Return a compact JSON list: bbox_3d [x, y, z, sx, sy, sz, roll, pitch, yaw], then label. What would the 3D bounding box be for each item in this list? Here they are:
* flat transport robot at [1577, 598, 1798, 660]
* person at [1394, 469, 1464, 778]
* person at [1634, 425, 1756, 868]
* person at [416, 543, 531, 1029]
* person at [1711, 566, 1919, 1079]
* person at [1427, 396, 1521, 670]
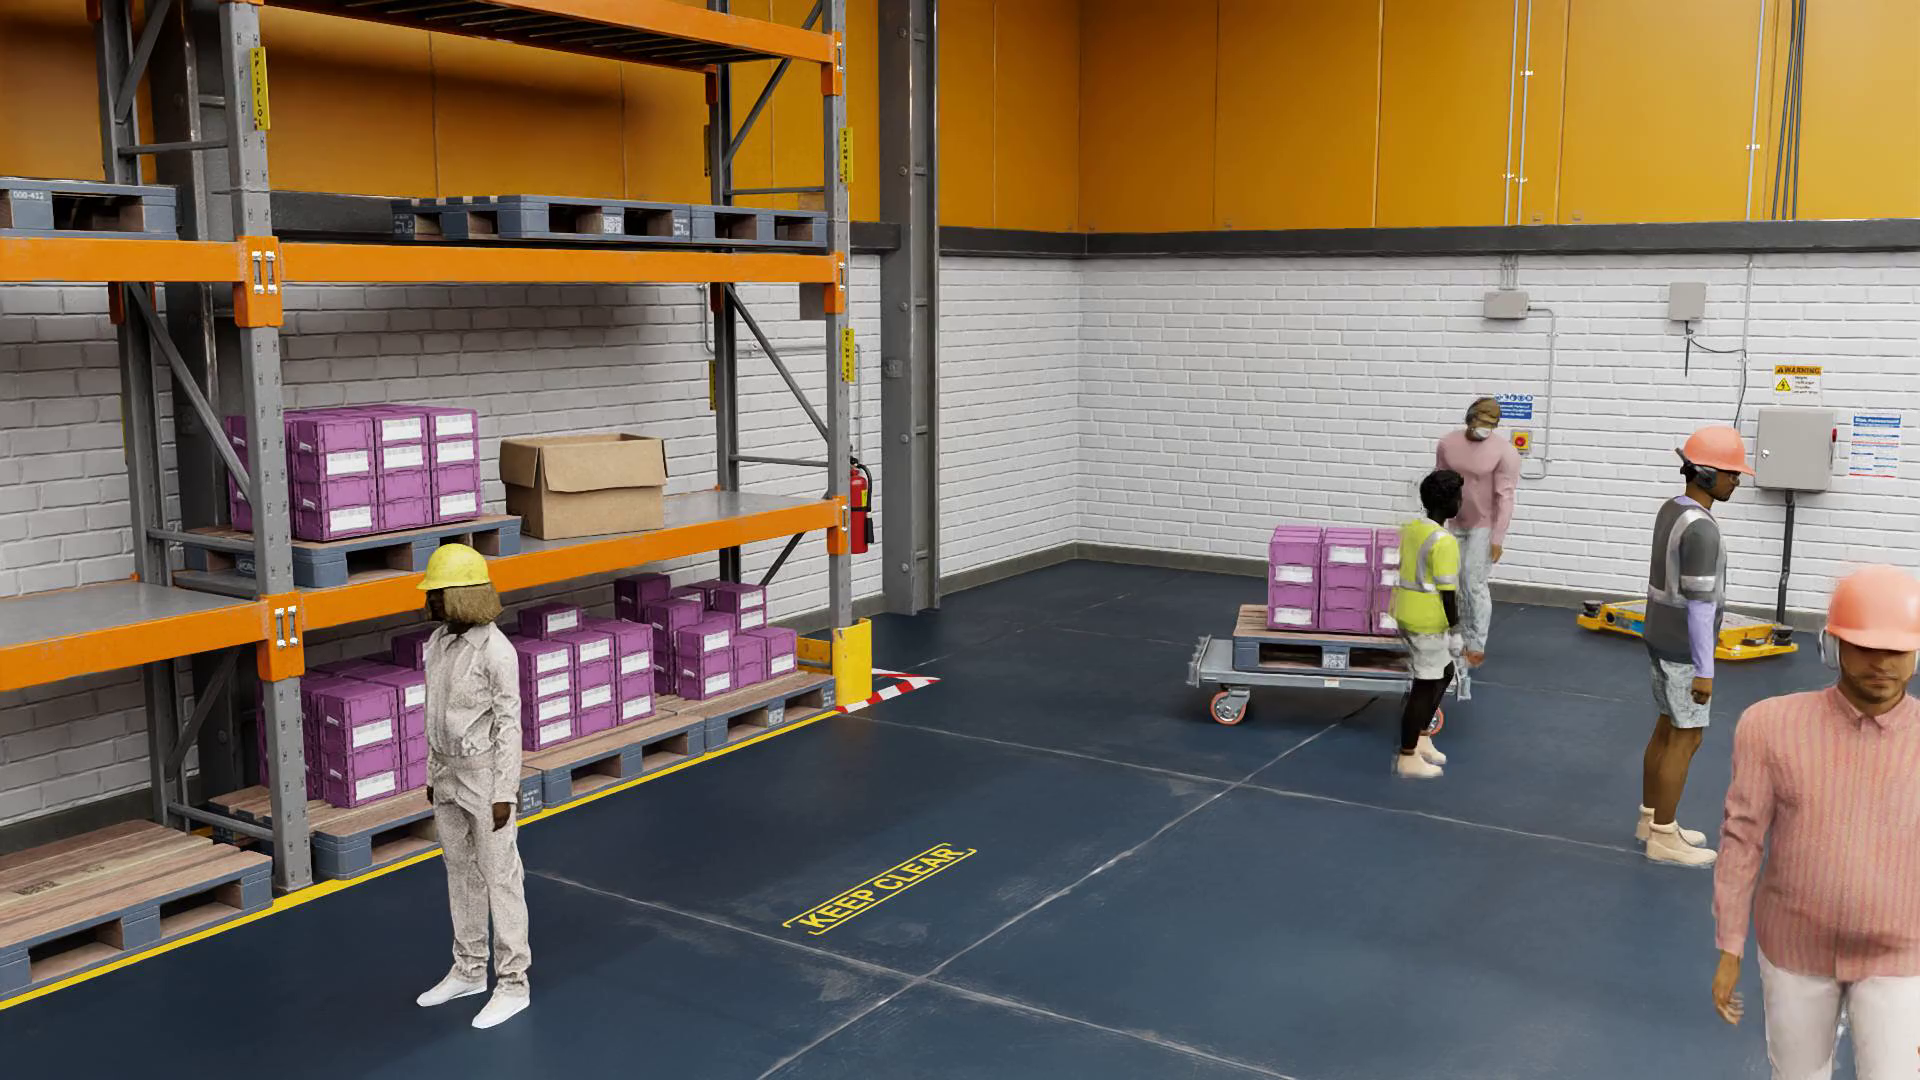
[{"bbox_3d":[5.363,0.635,12.318,0.652,0.197,1.431,-4,10,-25],"label":"flat transport robot"},{"bbox_3d":[2.561,0.453,8.925,0.472,1.675,0.559,-1,9,-4],"label":"person"},{"bbox_3d":[3.345,0.489,7.594,0.409,2.029,0.612,1,9,9],"label":"person"},{"bbox_3d":[-1.776,0.874,5.998,0.489,1.744,0.295,7,11,37],"label":"person"},{"bbox_3d":[2.187,1.046,4.118,0.609,1.968,0.811,5,10,29],"label":"person"},{"bbox_3d":[3.588,-0.062,11.581,0.427,1.898,0.680,-5,10,-31],"label":"person"}]
